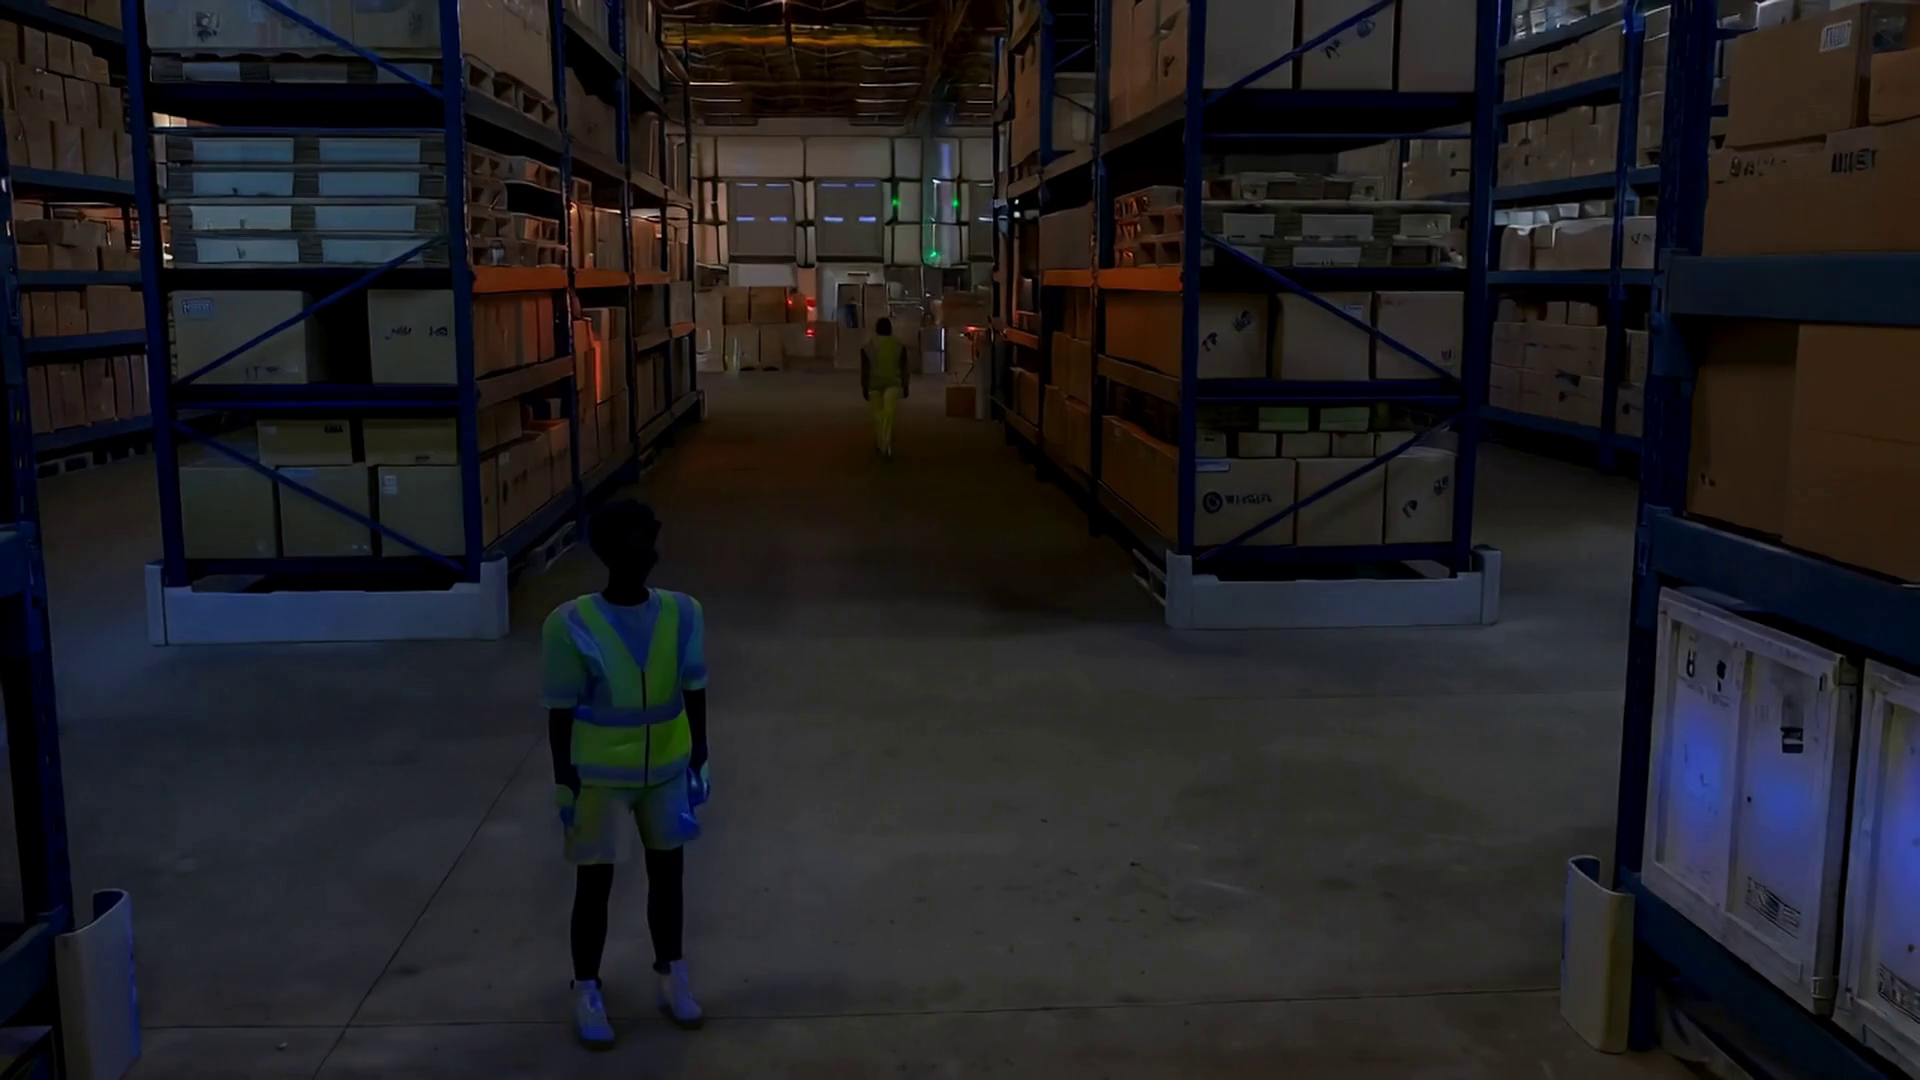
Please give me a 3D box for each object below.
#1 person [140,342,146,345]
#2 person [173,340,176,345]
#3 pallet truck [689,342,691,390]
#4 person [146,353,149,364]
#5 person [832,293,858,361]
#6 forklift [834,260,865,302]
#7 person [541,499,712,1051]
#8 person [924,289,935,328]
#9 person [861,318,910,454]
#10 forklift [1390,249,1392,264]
[{"bbox_3d":[-21.968,-5.671,44.756,0.515,1.830,0.520,5,11,30],"label":"person"},{"bbox_3d":[-26.689,-7.381,55.972,0.825,1.655,0.554,-5,10,-28],"label":"person"},{"bbox_3d":[-5.225,-3.008,27.480,1.885,1.965,0.823,2,9,14],"label":"pallet truck"},{"bbox_3d":[-17.186,-4.202,35.441,0.440,1.858,0.528,-4,10,-21],"label":"person"},{"bbox_3d":[-2.929,-5.624,44.279,1.036,1.899,0.640,1,9,7],"label":"person"},{"bbox_3d":[-3.397,-7.253,51.372,1.129,2.768,1.873,-1,9,-4],"label":"forklift"},{"bbox_3d":[-1.013,0.709,5.112,0.536,1.692,0.319,-6,11,-32],"label":"person"},{"bbox_3d":[-1.048,-7.459,55.803,1.003,1.880,0.572,3,9,17],"label":"person"},{"bbox_3d":[-0.989,-2.036,22.056,0.631,1.802,0.979,0,9,2],"label":"person"},{"bbox_3d":[7.783,-4.009,31.003,1.873,2.768,1.129,-1,9,-4],"label":"forklift"}]
